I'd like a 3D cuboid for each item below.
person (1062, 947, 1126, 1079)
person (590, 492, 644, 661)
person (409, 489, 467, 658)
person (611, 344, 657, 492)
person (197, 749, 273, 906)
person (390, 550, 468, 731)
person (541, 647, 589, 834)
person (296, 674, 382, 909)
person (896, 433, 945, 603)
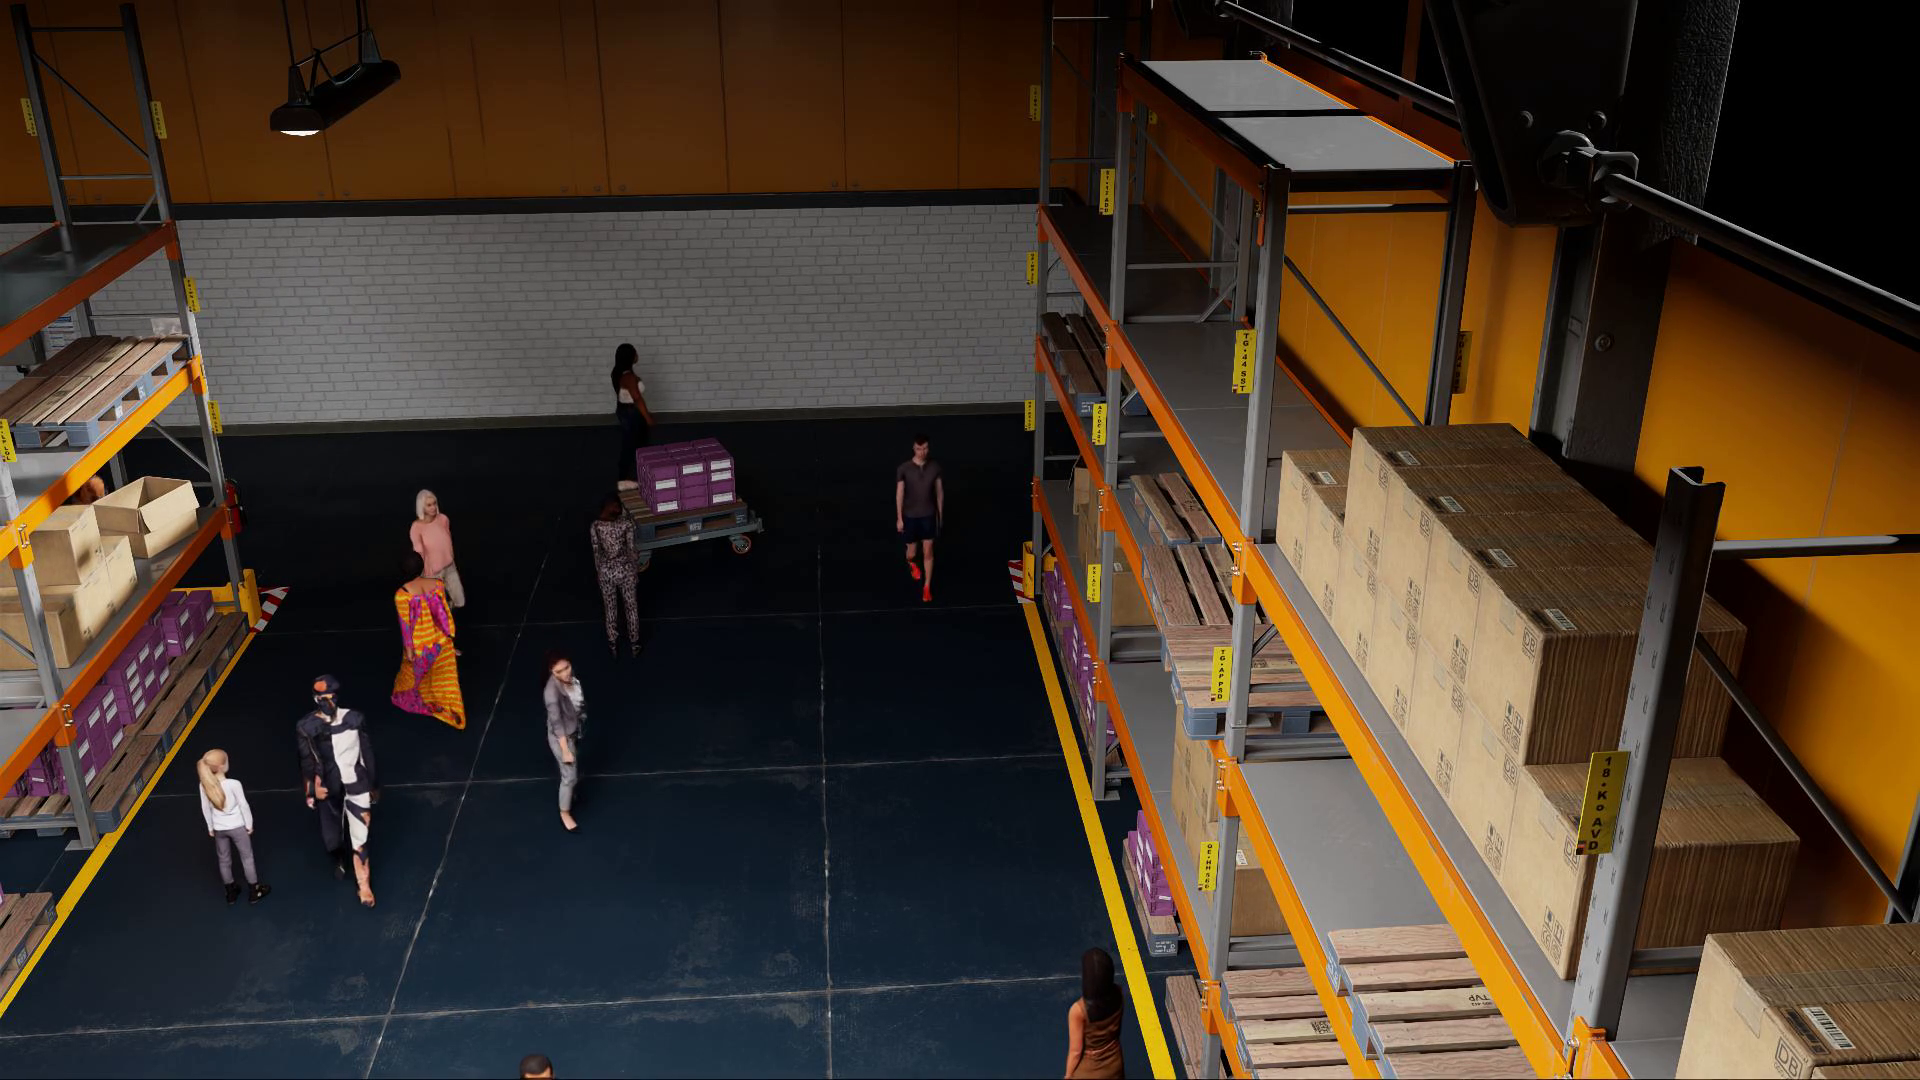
[{"bbox_3d":[0.782,3.069,9.631,0.647,1.690,0.676,-18,30,-36],"label":"person"},{"bbox_3d":[-3.271,0.334,15.863,0.568,1.709,0.571,-1,24,-3],"label":"person"},{"bbox_3d":[-5.059,0.285,15.963,0.851,1.718,0.793,14,27,29],"label":"person"},{"bbox_3d":[-4.006,-1.439,19.819,0.896,1.789,0.981,-10,26,-22],"label":"person"},{"bbox_3d":[-5.412,2.123,12.309,0.506,1.278,0.519,1,24,1],"label":"person"},{"bbox_3d":[-4.683,0.901,14.654,1.248,1.639,1.139,21,31,40],"label":"person"},{"bbox_3d":[-3.130,1.542,13.175,0.886,1.649,0.521,-4,24,-9],"label":"person"},{"bbox_3d":[-4.558,1.803,12.289,0.821,1.880,0.923,-9,25,-20],"label":"person"},{"bbox_3d":[-0.425,-0.277,17.116,0.665,1.825,0.880,-5,24,-12],"label":"person"}]
